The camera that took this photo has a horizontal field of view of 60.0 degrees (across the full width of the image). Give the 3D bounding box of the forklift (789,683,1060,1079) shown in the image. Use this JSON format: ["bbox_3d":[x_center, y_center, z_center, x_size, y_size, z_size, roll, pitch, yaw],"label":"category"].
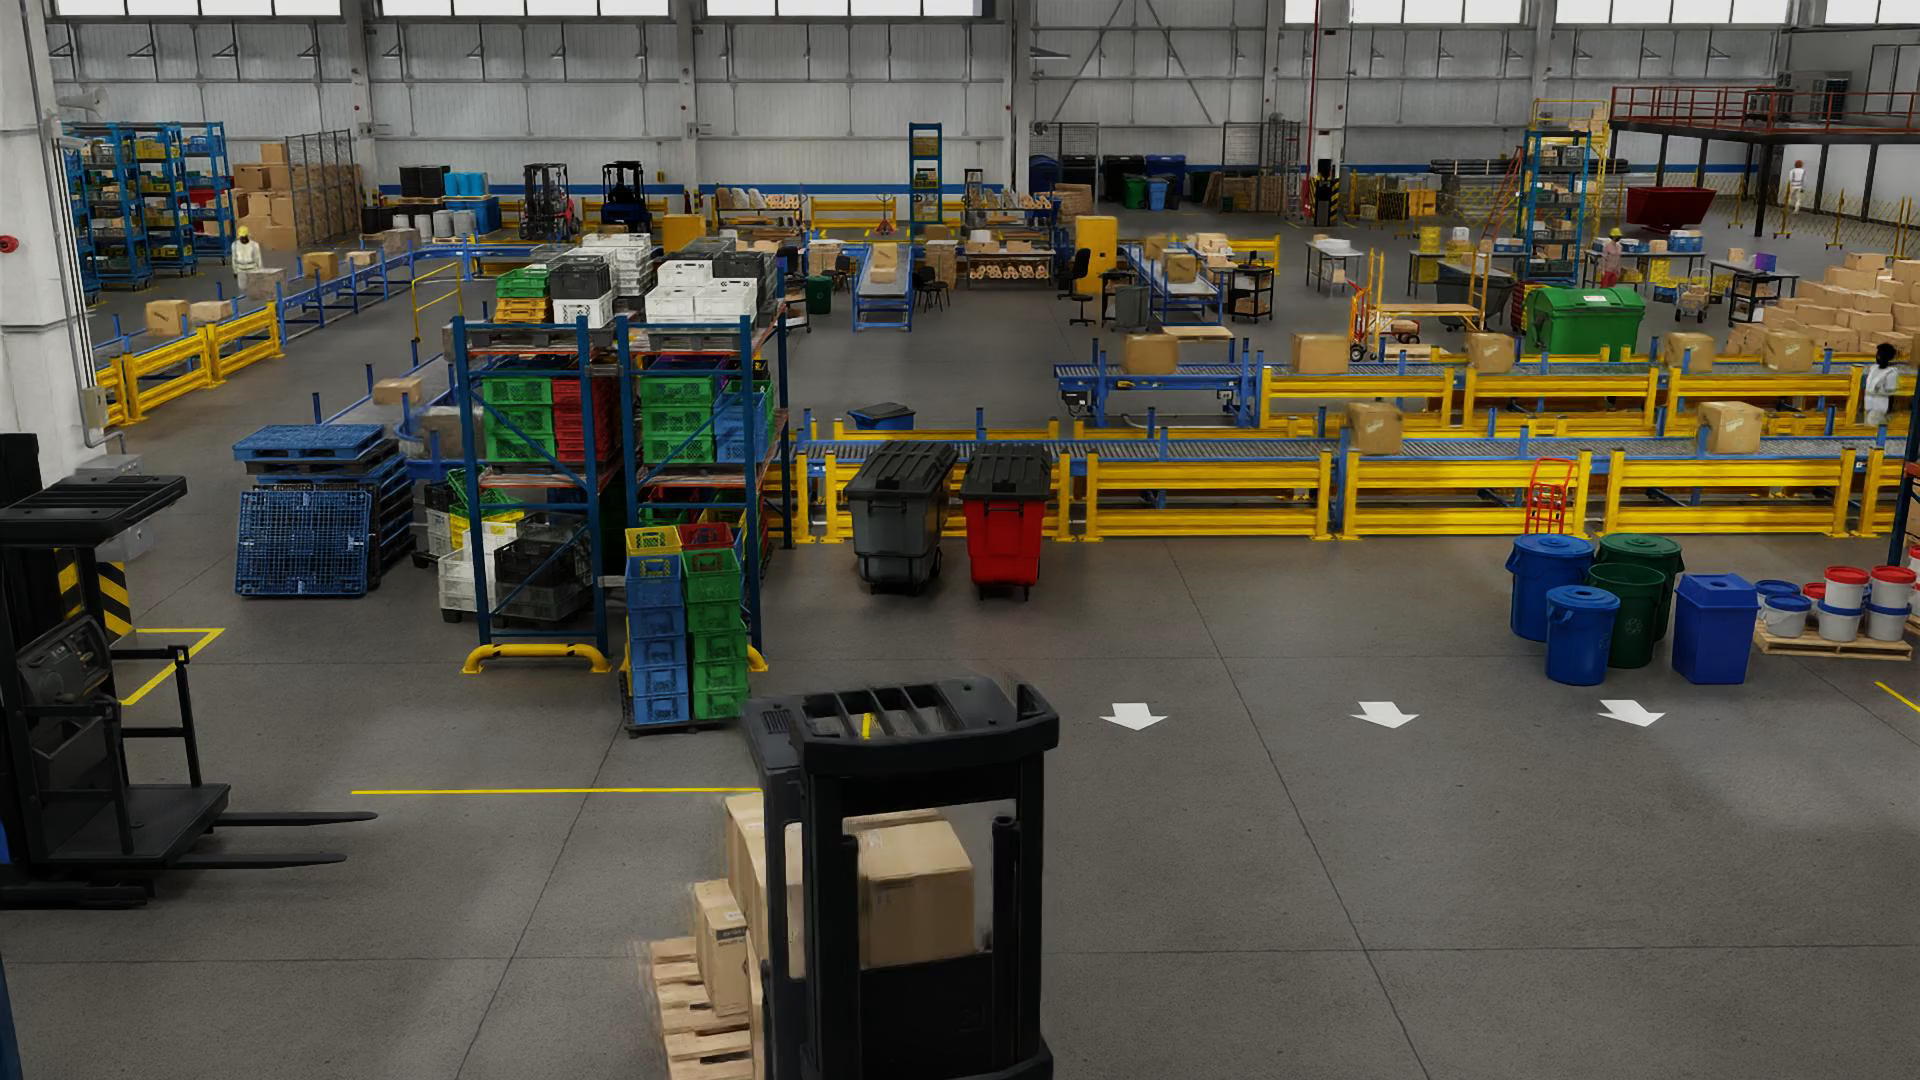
[{"bbox_3d":[-0.127,1.937,6.342,1.129,2.768,1.873,-4,17,-14],"label":"forklift"}]

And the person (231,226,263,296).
[{"bbox_3d":[-14.643,-5.510,34.125,0.620,1.809,0.732,-2,16,-9],"label":"person"}]

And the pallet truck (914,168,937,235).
[{"bbox_3d":[-0.989,-10.316,50.507,0.823,1.965,1.885,1,16,3],"label":"pallet truck"}]

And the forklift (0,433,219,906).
[{"bbox_3d":[-5.952,0.780,10.366,1.873,2.768,1.129,0,16,-1],"label":"forklift"}]

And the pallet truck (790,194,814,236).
[{"bbox_3d":[-4.814,-9.883,50.259,0.704,1.261,1.522,-1,16,-3],"label":"pallet truck"}]

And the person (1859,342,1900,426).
[{"bbox_3d":[11.684,-1.680,21.050,0.714,1.672,0.530,0,16,1],"label":"person"}]

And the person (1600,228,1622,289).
[{"bbox_3d":[13.454,-5.559,34.379,0.526,1.772,0.303,-8,18,-26],"label":"person"}]

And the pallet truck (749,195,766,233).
[{"bbox_3d":[-6.051,-9.967,50.660,0.680,1.201,1.601,0,16,-1],"label":"pallet truck"}]

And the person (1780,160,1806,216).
[{"bbox_3d":[28.268,-11.928,56.382,0.608,1.835,0.974,0,16,1],"label":"person"}]

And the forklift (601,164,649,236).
[{"bbox_3d":[-9.948,-10.127,49.296,1.157,1.987,2.680,-1,16,-3],"label":"forklift"}]

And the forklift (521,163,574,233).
[{"bbox_3d":[-12.233,-10.122,49.298,1.157,1.987,2.680,0,16,-1],"label":"forklift"}]

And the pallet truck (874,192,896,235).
[{"bbox_3d":[-2.277,-9.986,50.594,0.653,1.274,1.630,0,16,-1],"label":"pallet truck"}]

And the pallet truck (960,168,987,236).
[{"bbox_3d":[0.383,-10.230,50.206,0.823,1.965,1.885,-1,16,-3],"label":"pallet truck"}]
